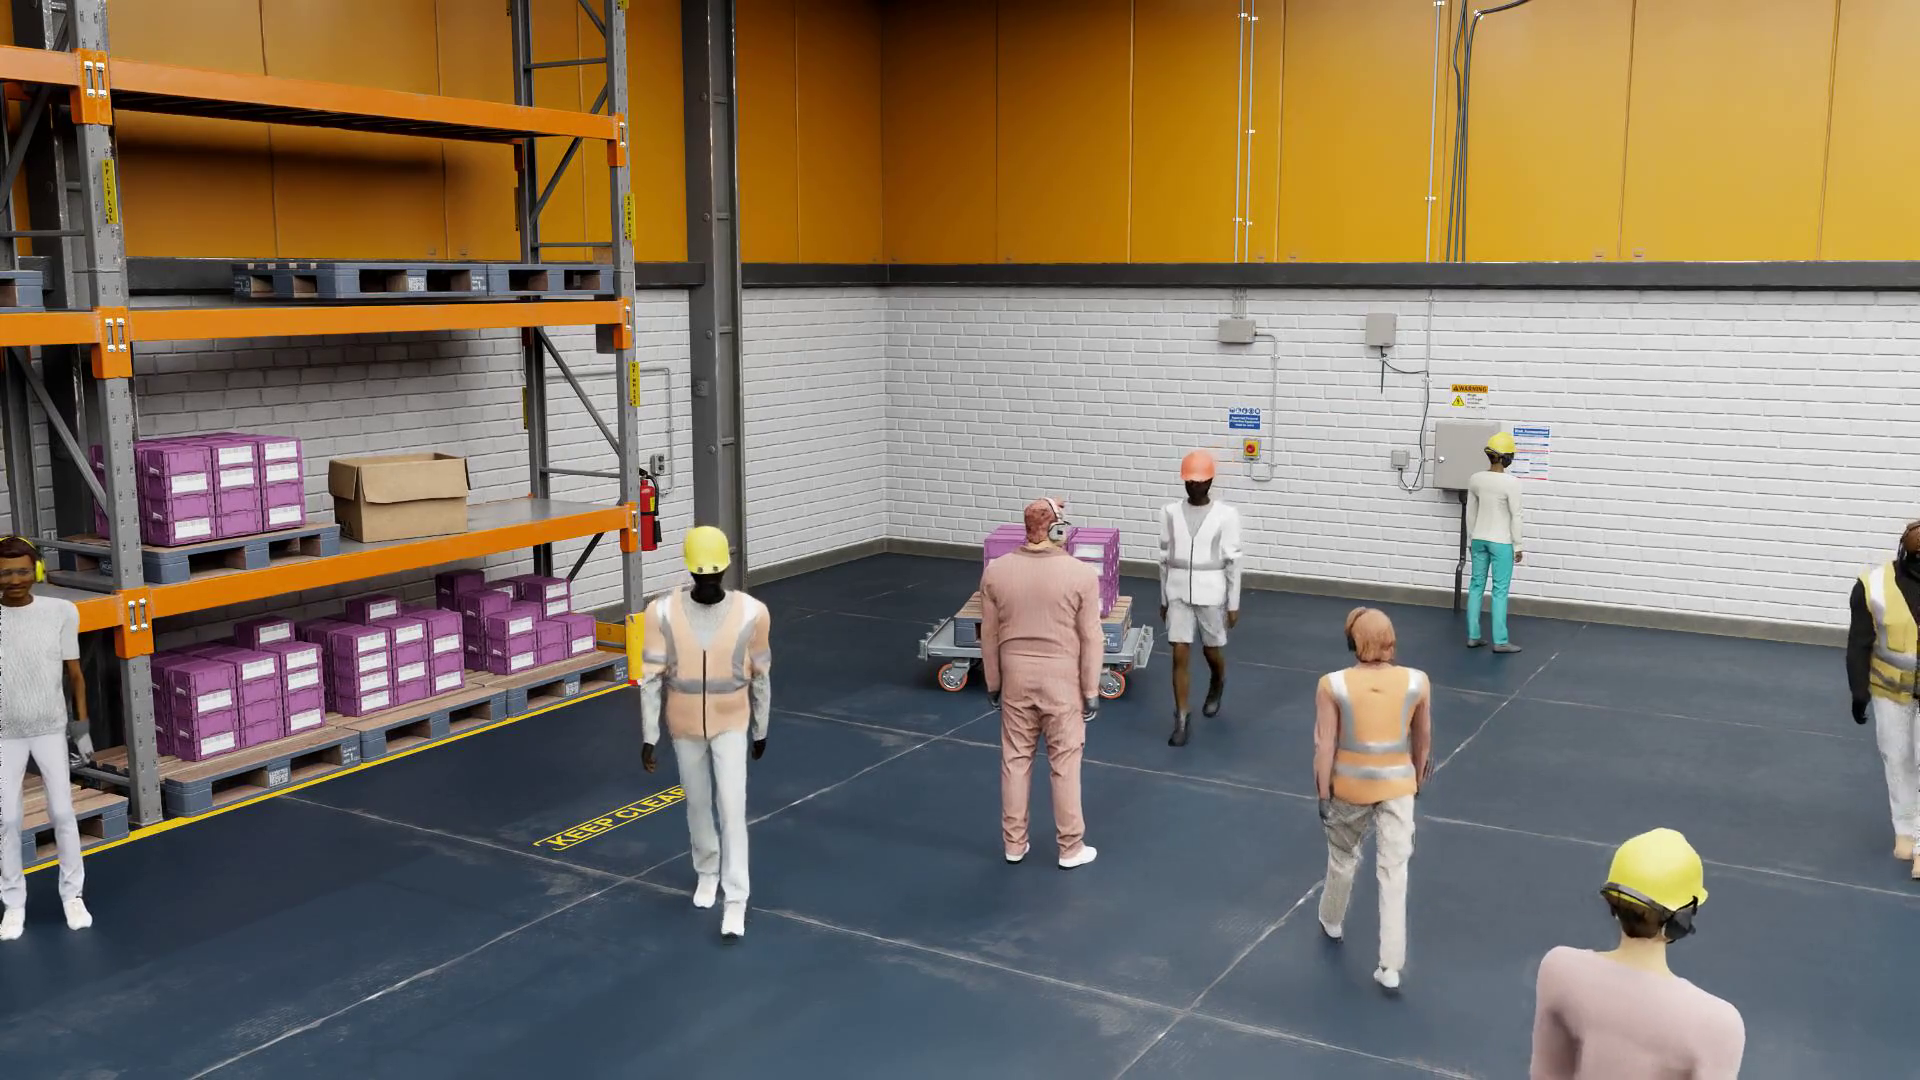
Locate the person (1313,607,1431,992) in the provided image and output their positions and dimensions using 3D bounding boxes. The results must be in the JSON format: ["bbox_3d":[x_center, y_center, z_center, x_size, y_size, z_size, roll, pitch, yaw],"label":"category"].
[{"bbox_3d":[1.789,1.087,7.231,0.518,1.592,0.854,1,9,4],"label":"person"}]

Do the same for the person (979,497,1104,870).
[{"bbox_3d":[0.429,0.729,8.501,0.642,1.905,0.399,4,10,22],"label":"person"}]

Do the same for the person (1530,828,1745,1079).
[{"bbox_3d":[1.571,1.538,3.999,0.883,1.728,0.532,-8,12,-40],"label":"person"}]

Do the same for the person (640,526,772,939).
[{"bbox_3d":[-1.171,0.874,7.682,0.595,1.881,0.921,0,9,-2],"label":"person"}]

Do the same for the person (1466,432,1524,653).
[{"bbox_3d":[4.295,0.020,13.350,0.324,1.769,0.523,-6,11,-32],"label":"person"}]

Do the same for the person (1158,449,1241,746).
[{"bbox_3d":[1.578,0.340,10.932,0.553,1.909,0.880,3,10,21],"label":"person"}]

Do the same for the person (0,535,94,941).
[{"bbox_3d":[-4.266,0.894,7.616,0.516,1.861,0.322,-5,10,-29],"label":"person"}]

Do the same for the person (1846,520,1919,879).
[{"bbox_3d":[4.829,0.796,8.417,0.650,1.794,0.772,6,11,33],"label":"person"}]
